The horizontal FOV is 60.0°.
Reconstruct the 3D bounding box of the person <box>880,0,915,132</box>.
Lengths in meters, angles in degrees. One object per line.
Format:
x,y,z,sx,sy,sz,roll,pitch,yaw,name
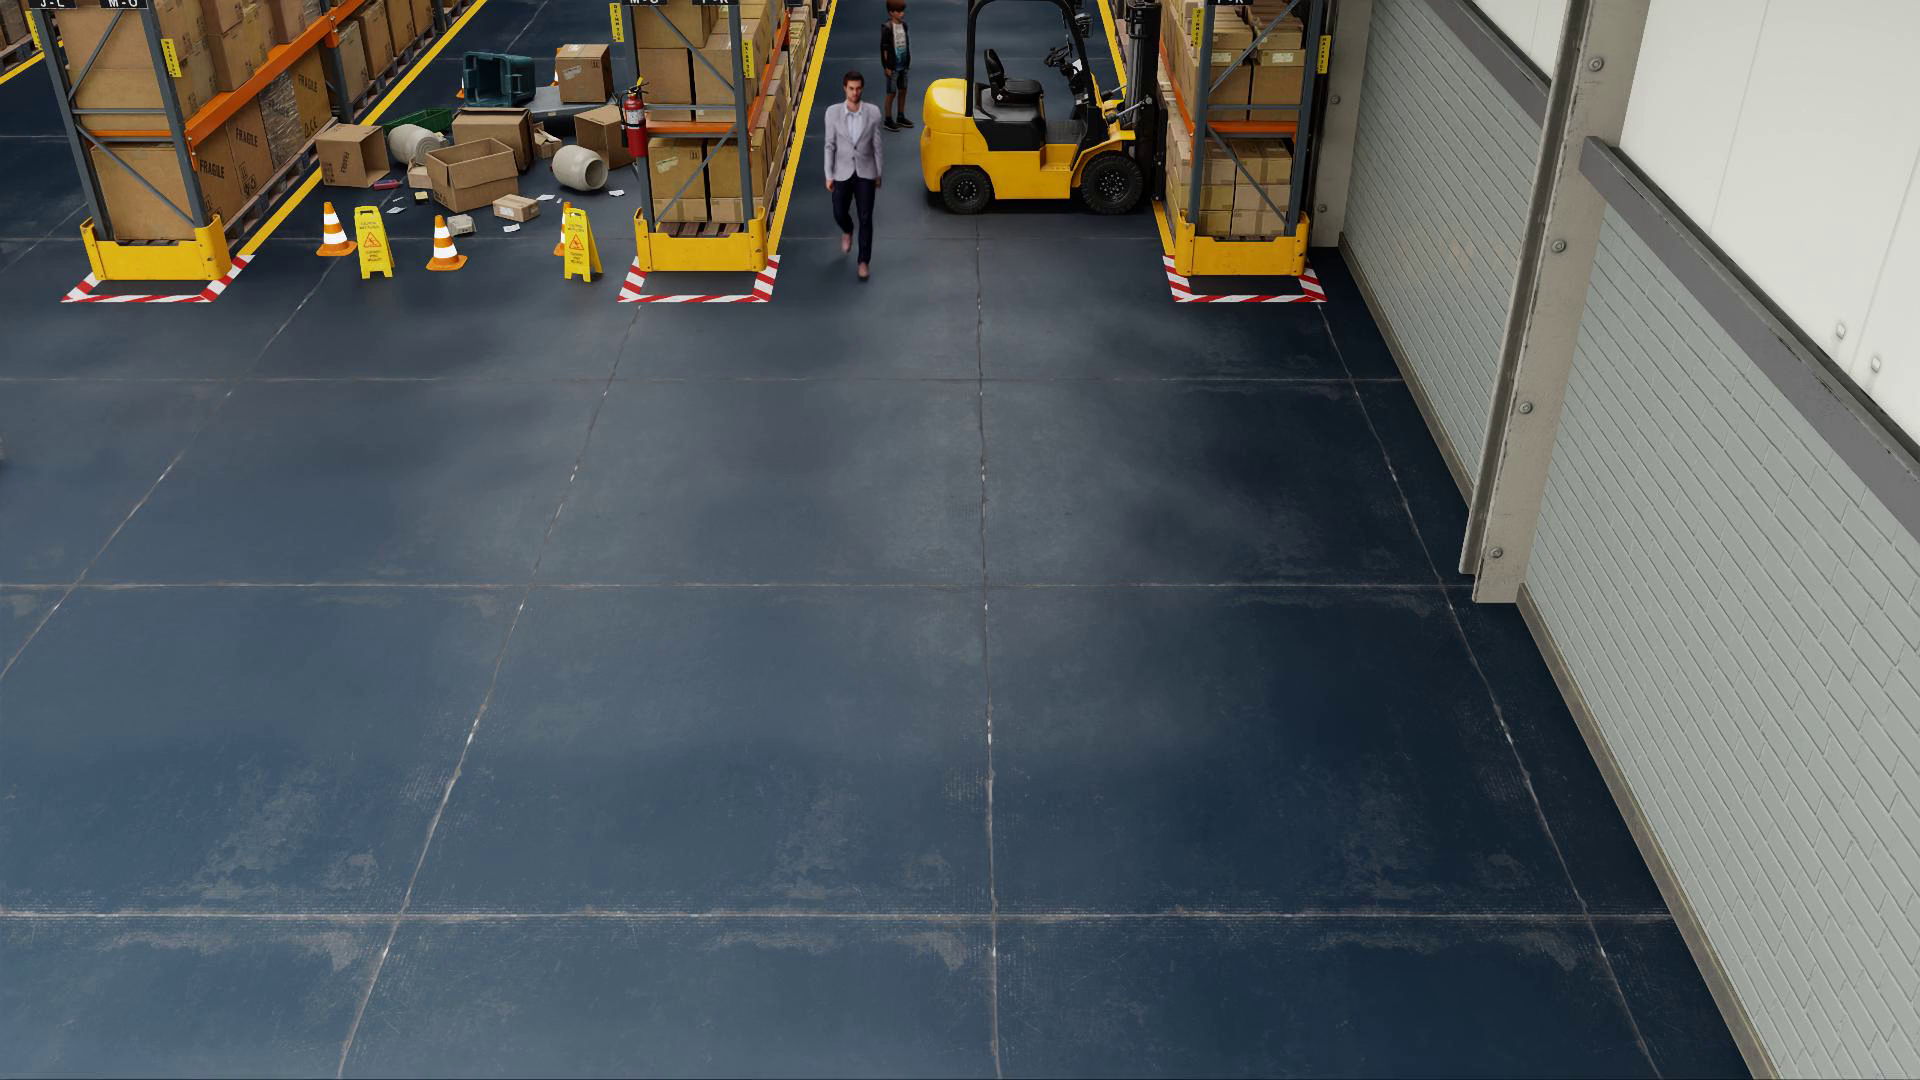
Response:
-0.706,-5.283,18.425,0.675,1.446,0.612,27,41,36,person

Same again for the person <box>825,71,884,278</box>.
-0.955,-3.321,14.944,0.704,1.841,0.908,-2,32,-3,person
